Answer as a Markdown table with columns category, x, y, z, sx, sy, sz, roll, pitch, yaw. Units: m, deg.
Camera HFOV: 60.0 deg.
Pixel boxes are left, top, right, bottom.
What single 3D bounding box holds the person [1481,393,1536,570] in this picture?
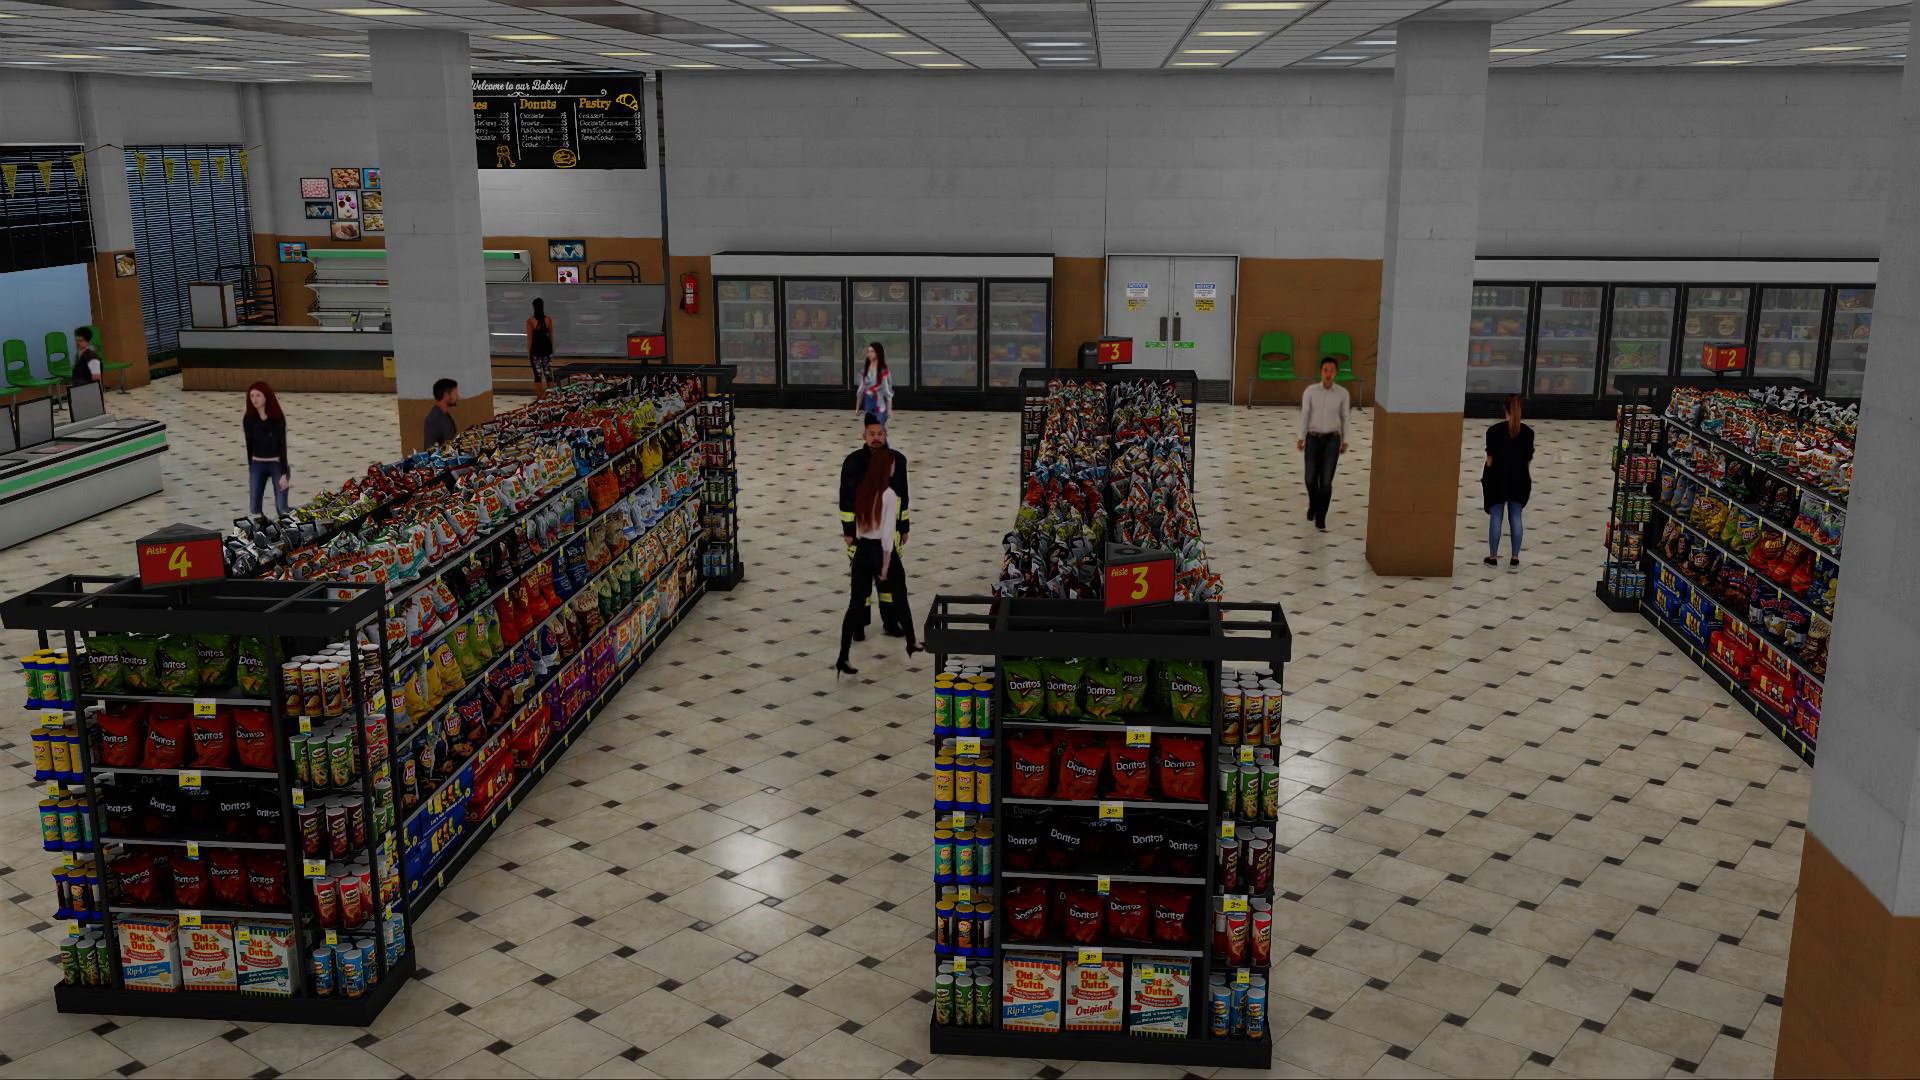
| category | x | y | z | sx | sy | sz | roll | pitch | yaw |
| --- | --- | --- | --- | --- | --- | --- | --- | --- | --- |
| person | 5.201 | -0.562 | 15.790 | 0.628 | 1.684 | 0.556 | 2 | 14 | 8 |

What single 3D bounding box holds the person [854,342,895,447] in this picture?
| category | x | y | z | sx | sy | sz | roll | pitch | yaw |
| --- | --- | --- | --- | --- | --- | --- | --- | --- | --- |
| person | -0.962 | -1.615 | 20.346 | 0.904 | 1.583 | 1.050 | 9 | 17 | 34 |

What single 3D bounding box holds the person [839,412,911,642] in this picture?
| category | x | y | z | sx | sy | sz | roll | pitch | yaw |
| --- | --- | --- | --- | --- | --- | --- | --- | --- | --- |
| person | -0.689 | -0.124 | 13.610 | 0.857 | 1.860 | 0.846 | -5 | 14 | -18 |

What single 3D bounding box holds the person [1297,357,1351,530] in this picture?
| category | x | y | z | sx | sy | sz | roll | pitch | yaw |
| --- | --- | --- | --- | --- | --- | --- | --- | --- | --- |
| person | 3.818 | -1.036 | 17.490 | 0.729 | 1.803 | 0.724 | 3 | 14 | 13 |

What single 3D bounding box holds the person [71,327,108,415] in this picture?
| category | x | y | z | sx | sy | sz | roll | pitch | yaw |
| --- | --- | --- | --- | --- | --- | --- | --- | --- | --- |
| person | -10.357 | -1.649 | 20.012 | 1.209 | 1.806 | 1.150 | -10 | 17 | -35 |

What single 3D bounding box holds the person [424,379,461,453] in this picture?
| category | x | y | z | sx | sy | sz | roll | pitch | yaw |
| --- | --- | --- | --- | --- | --- | --- | --- | --- | --- |
| person | -4.917 | -0.552 | 15.450 | 1.089 | 1.823 | 1.285 | -5 | 14 | -18 |

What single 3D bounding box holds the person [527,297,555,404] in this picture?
| category | x | y | z | sx | sy | sz | roll | pitch | yaw |
| --- | --- | --- | --- | --- | --- | --- | --- | --- | --- |
| person | -6.404 | -2.886 | 25.419 | 0.645 | 1.660 | 0.709 | -12 | 18 | -40 |

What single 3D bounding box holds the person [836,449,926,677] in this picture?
| category | x | y | z | sx | sy | sz | roll | pitch | yaw |
| --- | --- | --- | --- | --- | --- | --- | --- | --- | --- |
| person | -0.699 | 0.221 | 12.533 | 1.020 | 1.697 | 1.242 | 10 | 17 | 35 |

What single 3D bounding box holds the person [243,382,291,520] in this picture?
| category | x | y | z | sx | sy | sz | roll | pitch | yaw |
| --- | --- | --- | --- | --- | --- | --- | --- | --- | --- |
| person | -6.556 | -0.642 | 15.922 | 0.608 | 1.776 | 0.654 | 0 | 14 | -1 |
